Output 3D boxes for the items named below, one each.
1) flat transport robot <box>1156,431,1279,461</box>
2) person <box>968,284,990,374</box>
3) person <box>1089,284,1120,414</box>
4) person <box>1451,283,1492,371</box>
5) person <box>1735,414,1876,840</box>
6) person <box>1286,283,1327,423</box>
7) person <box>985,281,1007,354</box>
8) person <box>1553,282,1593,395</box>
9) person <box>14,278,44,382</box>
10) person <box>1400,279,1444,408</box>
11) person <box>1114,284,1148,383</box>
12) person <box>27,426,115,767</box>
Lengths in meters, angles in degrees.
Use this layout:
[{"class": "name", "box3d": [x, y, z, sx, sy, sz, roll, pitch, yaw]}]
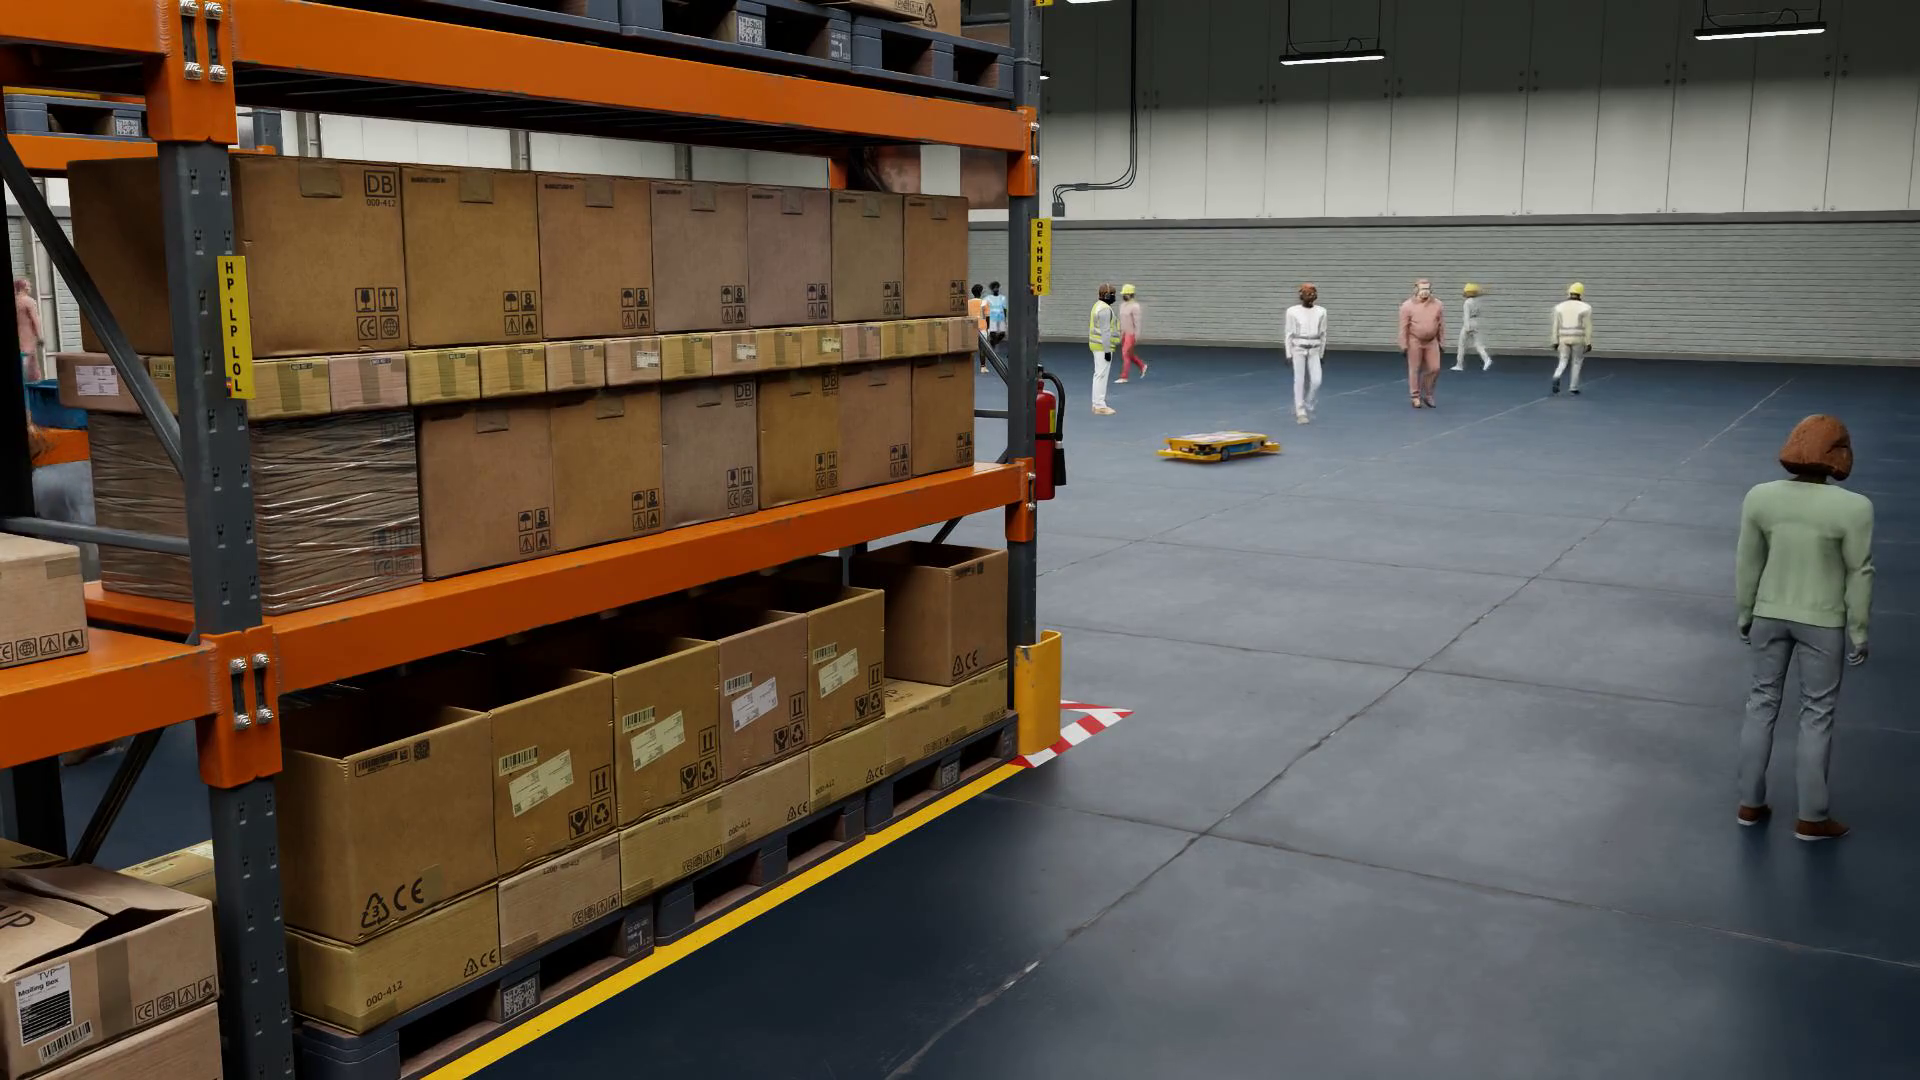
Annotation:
[{"class": "flat transport robot", "box3d": [2.879, -1.055, 18.490, 0.652, 0.197, 1.431, 9, 13, 43]}, {"class": "person", "box3d": [0.321, -4.008, 31.611, 0.539, 1.695, 0.318, 3, 10, 16]}, {"class": "person", "box3d": [2.043, -2.689, 23.513, 0.430, 1.838, 0.632, 0, 10, -2]}, {"class": "person", "box3d": [9.981, -4.139, 32.337, 0.484, 1.713, 0.789, -7, 12, -35]}, {"class": "person", "box3d": [3.238, 0.329, 6.403, 0.268, 1.631, 0.507, -7, 12, -37]}, {"class": "person", "box3d": [4.601, -2.474, 22.120, 0.589, 1.866, 0.421, -1, 10, -5]}, {"class": "person", "box3d": [0.761, -4.813, 36.338, 0.540, 1.686, 0.444, -4, 10, -22]}, {"class": "person", "box3d": [9.755, -3.196, 26.514, 0.599, 1.813, 0.531, 8, 13, 40]}, {"class": "person", "box3d": [-15.463, -3.377, 27.422, 0.658, 1.876, 0.935, 5, 11, 27]}, {"class": "person", "box3d": [6.773, -2.861, 24.319, 0.686, 1.889, 0.550, 0, 10, -2]}, {"class": "person", "box3d": [3.027, -3.632, 29.248, 0.681, 1.745, 0.531, -4, 11, -24]}, {"class": "person", "box3d": [-3.969, 0.251, 6.994, 0.523, 1.583, 0.867, 5, 11, 28]}]
